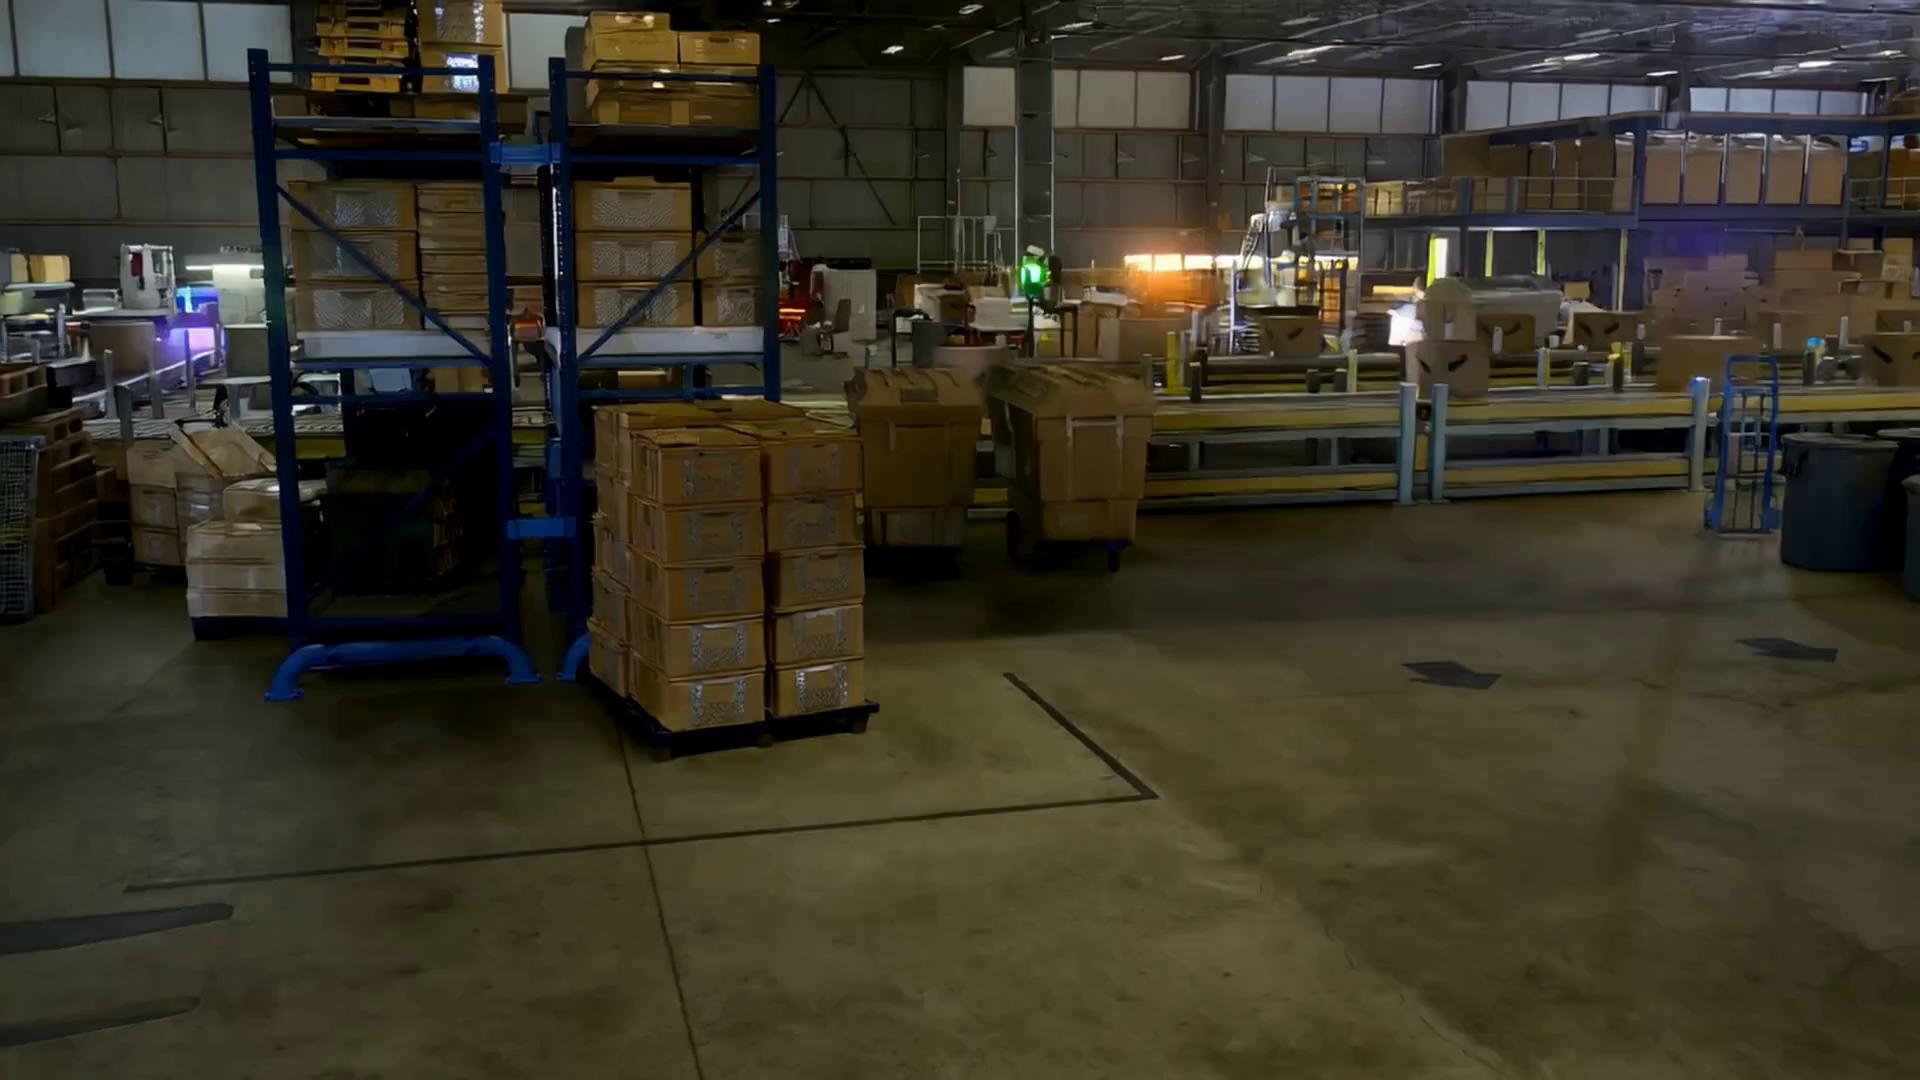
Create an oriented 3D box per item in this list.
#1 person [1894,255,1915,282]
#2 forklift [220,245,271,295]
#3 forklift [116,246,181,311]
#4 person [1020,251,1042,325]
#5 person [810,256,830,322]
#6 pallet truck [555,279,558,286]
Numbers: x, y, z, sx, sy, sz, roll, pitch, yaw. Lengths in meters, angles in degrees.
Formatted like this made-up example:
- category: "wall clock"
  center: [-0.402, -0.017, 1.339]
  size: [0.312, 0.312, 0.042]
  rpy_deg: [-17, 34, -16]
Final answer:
- category: "person"
  center: [28.296, -7.585, 49.801]
  size: [0.575, 1.865, 0.477]
  rpy_deg: [-2, 10, -10]
- category: "forklift"
  center: [-17.749, -6.334, 41.440]
  size: [1.157, 1.987, 2.680]
  rpy_deg: [-3, 10, -17]
- category: "forklift"
  center: [-19.966, -6.232, 40.894]
  size: [1.157, 1.987, 2.680]
  rpy_deg: [-3, 10, -15]
- category: "person"
  center: [1.723, -6.000, 40.365]
  size: [0.622, 2.019, 0.515]
  rpy_deg: [-5, 11, -26]
- category: "person"
  center: [-3.939, -7.124, 47.234]
  size: [0.657, 1.853, 1.027]
  rpy_deg: [4, 11, 19]
- category: "pallet truck"
  center: [-10.604, -6.375, 44.520]
  size: [0.653, 1.274, 1.630]
  rpy_deg: [-3, 10, -15]
